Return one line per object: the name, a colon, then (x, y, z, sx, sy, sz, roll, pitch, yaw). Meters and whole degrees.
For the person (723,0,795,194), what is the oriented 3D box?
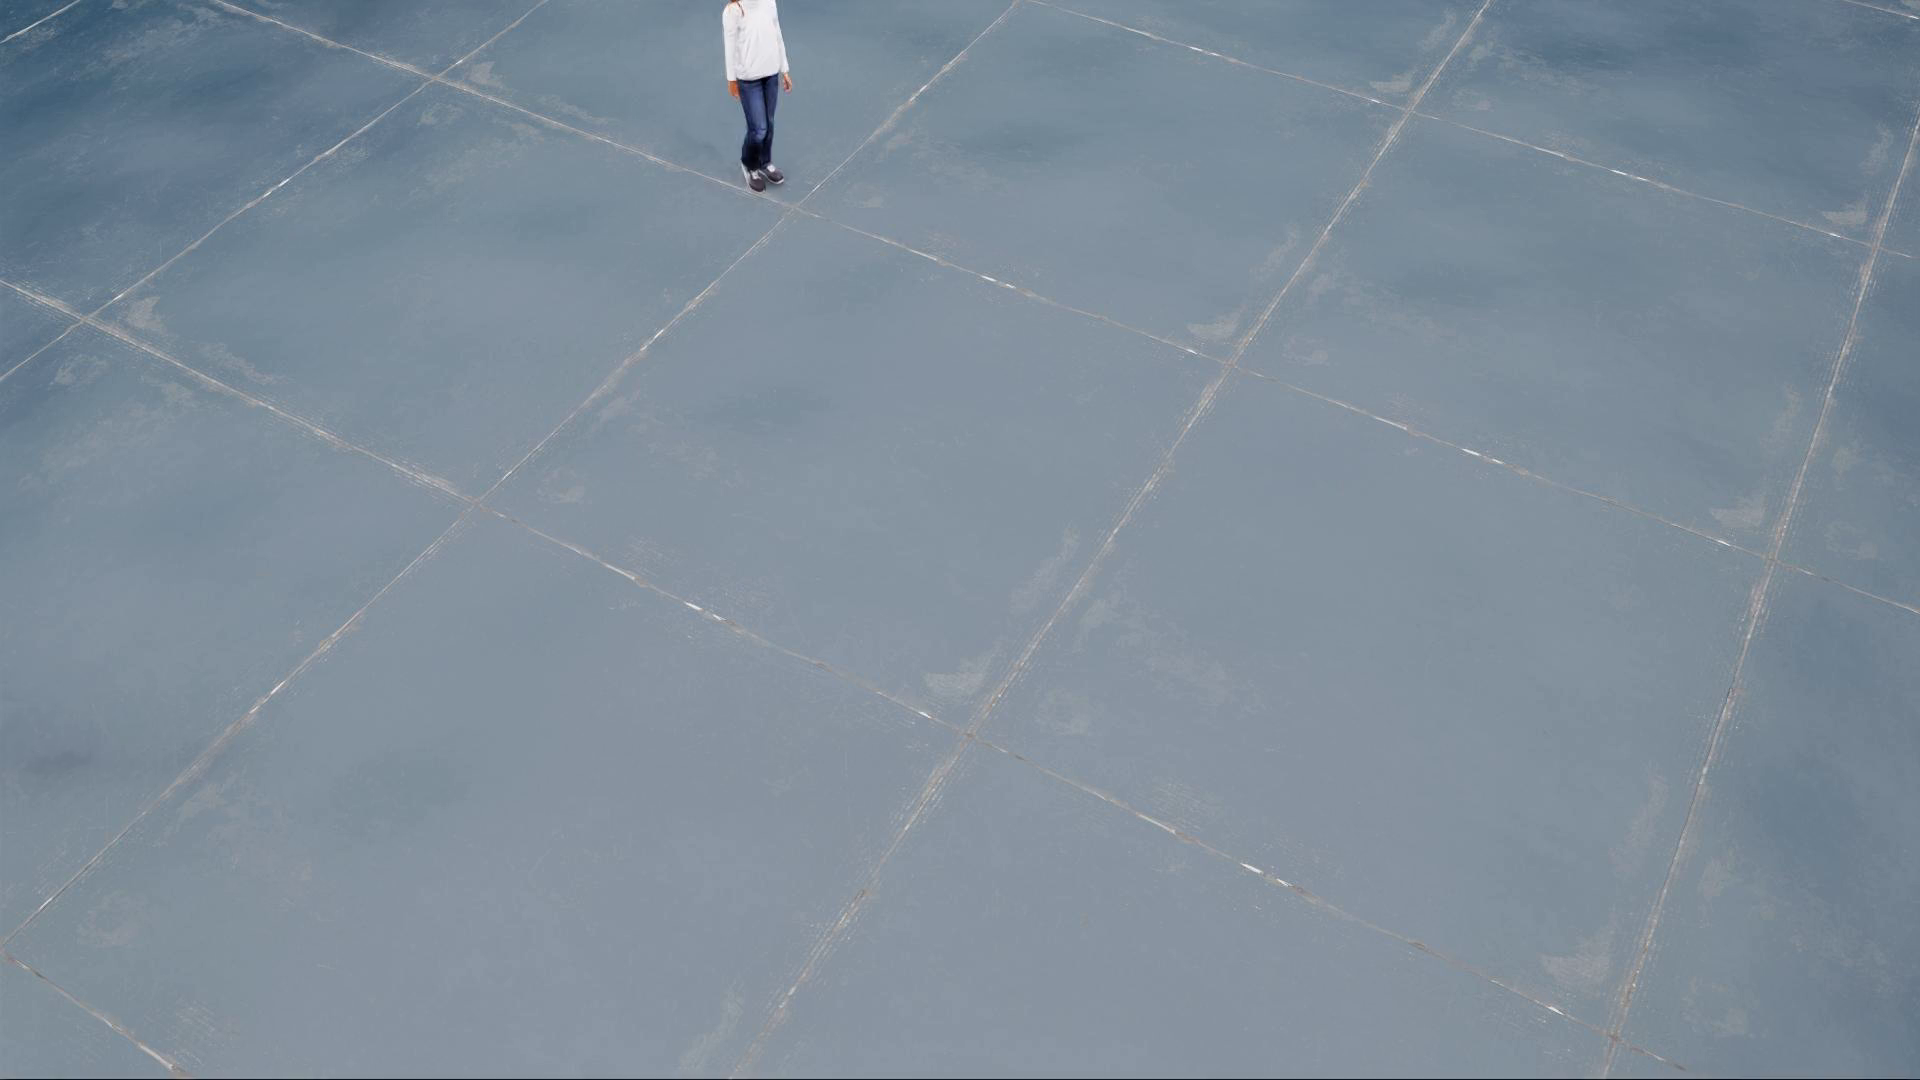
person: (-1.283, -2.889, 10.185, 0.596, 1.547, 0.655, -32, 55, -26)
